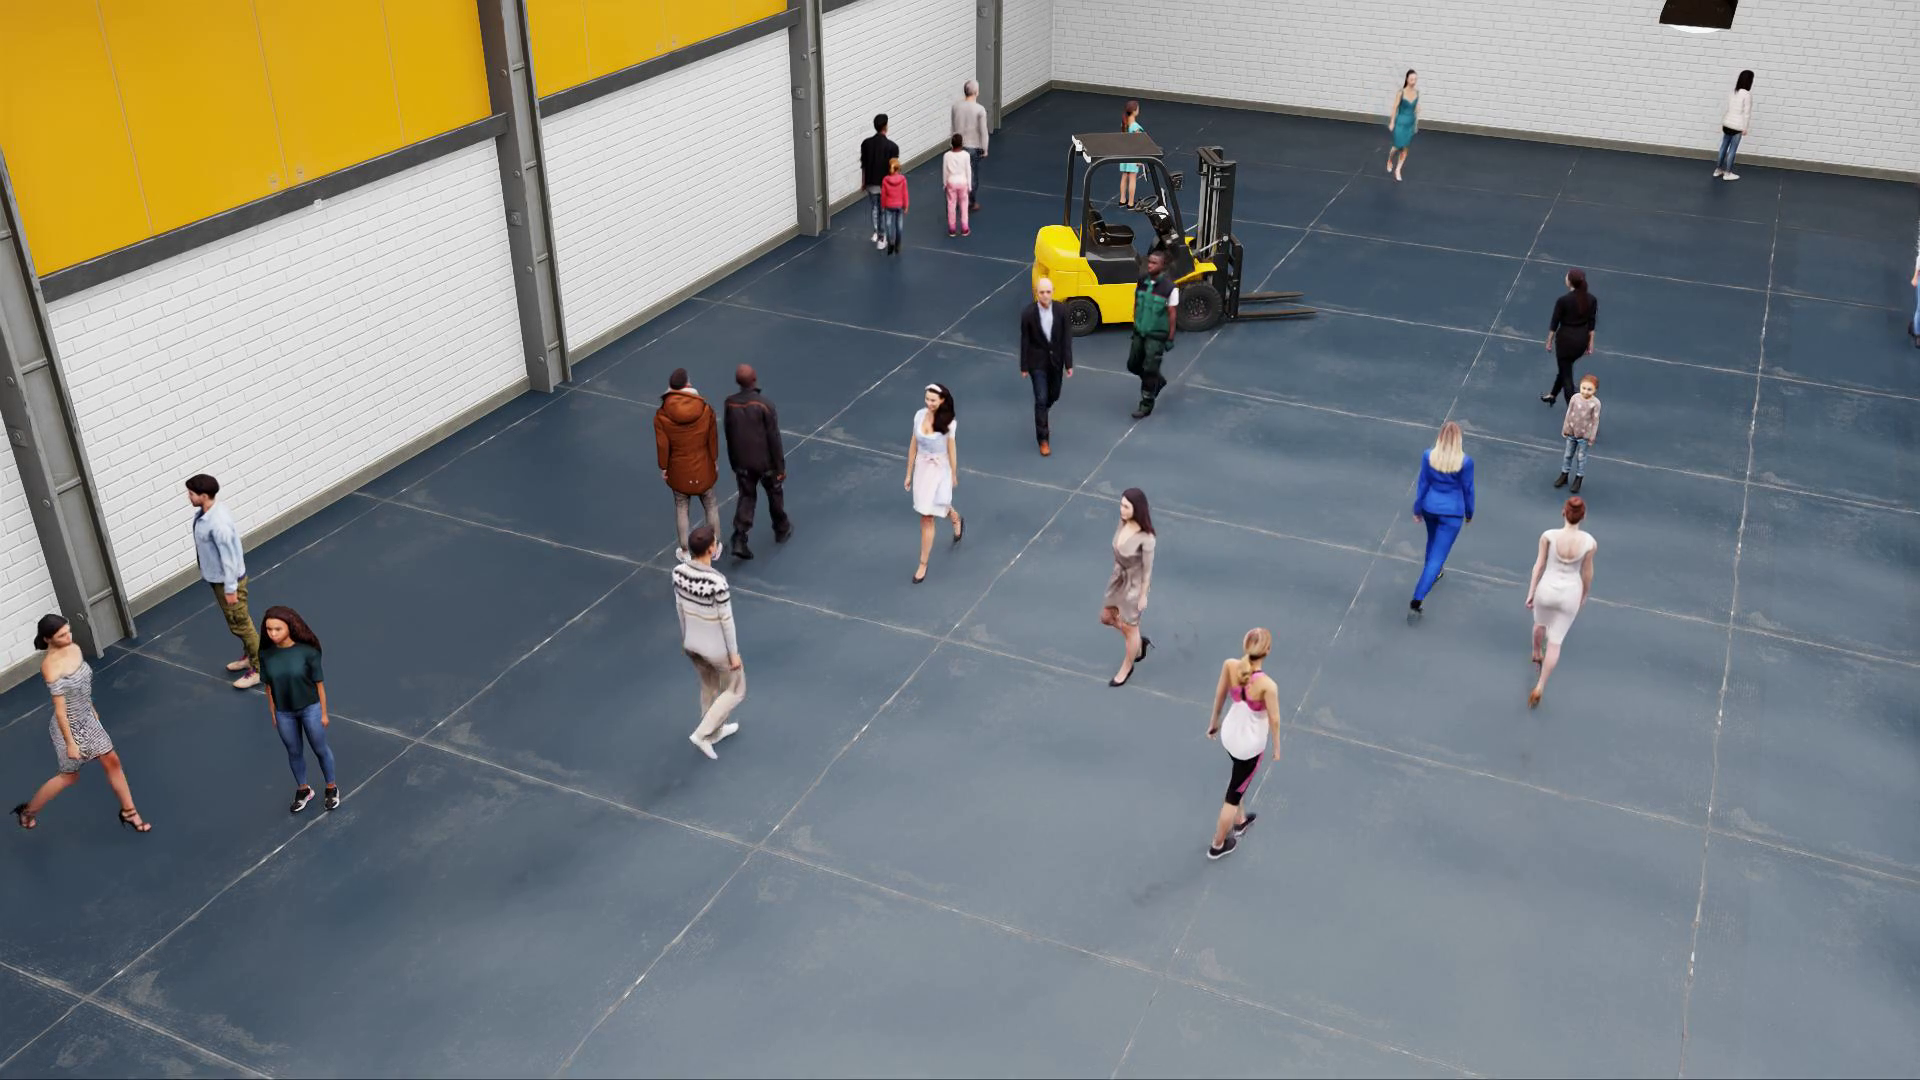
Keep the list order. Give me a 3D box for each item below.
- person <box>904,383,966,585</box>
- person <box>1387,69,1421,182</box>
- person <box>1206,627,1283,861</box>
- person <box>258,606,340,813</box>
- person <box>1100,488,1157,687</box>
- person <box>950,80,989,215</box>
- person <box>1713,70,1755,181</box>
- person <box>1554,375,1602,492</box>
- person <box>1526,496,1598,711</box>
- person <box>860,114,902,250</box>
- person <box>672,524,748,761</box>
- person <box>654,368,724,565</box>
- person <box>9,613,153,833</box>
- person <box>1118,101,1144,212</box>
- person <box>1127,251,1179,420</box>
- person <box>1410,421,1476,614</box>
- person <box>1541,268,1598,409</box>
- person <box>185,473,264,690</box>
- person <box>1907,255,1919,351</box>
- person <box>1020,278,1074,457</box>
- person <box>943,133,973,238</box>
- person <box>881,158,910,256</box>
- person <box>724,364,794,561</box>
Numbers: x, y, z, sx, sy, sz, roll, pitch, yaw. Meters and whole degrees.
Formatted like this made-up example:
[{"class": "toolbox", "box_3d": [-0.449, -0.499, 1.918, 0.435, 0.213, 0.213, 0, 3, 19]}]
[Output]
[{"class": "person", "box_3d": [-0.194, -0.562, 14.606, 0.779, 1.775, 1.230, 18, 33, 30]}, {"class": "person", "box_3d": [6.720, -6.311, 25.253, 0.730, 1.670, 0.801, -6, 29, -10]}, {"class": "person", "box_3d": [1.816, 1.391, 11.032, 0.916, 1.768, 0.815, -23, 36, -36]}, {"class": "person", "box_3d": [-4.612, 1.165, 11.605, 0.703, 1.617, 0.736, -2, 29, -3]}, {"class": "person", "box_3d": [1.385, 0.354, 12.967, 0.845, 1.736, 0.779, -16, 32, -26]}, {"class": "person", "box_3d": [0.075, -5.536, 23.601, 0.746, 1.893, 0.796, 14, 31, 23]}, {"class": "person", "box_3d": [11.801, -6.333, 25.328, 0.756, 1.637, 0.697, -10, 30, -18]}, {"class": "person", "box_3d": [6.009, -1.052, 16.113, 0.526, 1.192, 0.528, 25, 37, 38]}, {"class": "person", "box_3d": [4.532, 0.512, 12.647, 0.626, 1.765, 0.979, 10, 30, 18]}, {"class": "person", "box_3d": [-1.104, -4.775, 22.303, 0.725, 1.799, 0.666, 10, 30, 17]}, {"class": "person", "box_3d": [-1.869, 0.784, 12.067, 0.803, 1.843, 0.895, 20, 34, 32]}, {"class": "person", "box_3d": [-2.380, -0.644, 14.692, 0.845, 1.836, 0.895, -8, 30, -14]}, {"class": "person", "box_3d": [-6.058, 1.298, 11.186, 1.042, 1.784, 1.142, -2, 29, -4]}, {"class": "person", "box_3d": [2.457, -5.557, 23.989, 0.682, 1.558, 0.645, -18, 33, -29]}, {"class": "person", "box_3d": [2.066, -2.192, 17.535, 0.839, 1.830, 0.956, 24, 37, 37]}, {"class": "person", "box_3d": [4.027, -0.163, 13.992, 0.815, 1.662, 1.204, 22, 35, 34]}, {"class": "person", "box_3d": [6.392, -1.961, 17.346, 1.007, 1.607, 1.137, -5, 29, -9]}, {"class": "person", "box_3d": [-5.712, 0.302, 12.986, 0.779, 1.809, 0.762, -15, 32, -25]}, {"class": "person", "box_3d": [11.310, -3.045, 19.357, 0.797, 1.583, 1.107, 5, 29, 8]}, {"class": "person", "box_3d": [0.871, -1.829, 16.923, 1.086, 1.779, 1.214, -6, 29, -10]}, {"class": "person", "box_3d": [-0.042, -4.906, 22.914, 0.621, 1.445, 0.621, 2, 29, 3]}, {"class": "person", "box_3d": [-0.872, -4.432, 22.190, 0.710, 1.307, 0.834, -1, 29, -2]}, {"class": "person", "box_3d": [-1.861, -0.677, 14.786, 0.864, 1.804, 1.180, 10, 30, 17]}]
